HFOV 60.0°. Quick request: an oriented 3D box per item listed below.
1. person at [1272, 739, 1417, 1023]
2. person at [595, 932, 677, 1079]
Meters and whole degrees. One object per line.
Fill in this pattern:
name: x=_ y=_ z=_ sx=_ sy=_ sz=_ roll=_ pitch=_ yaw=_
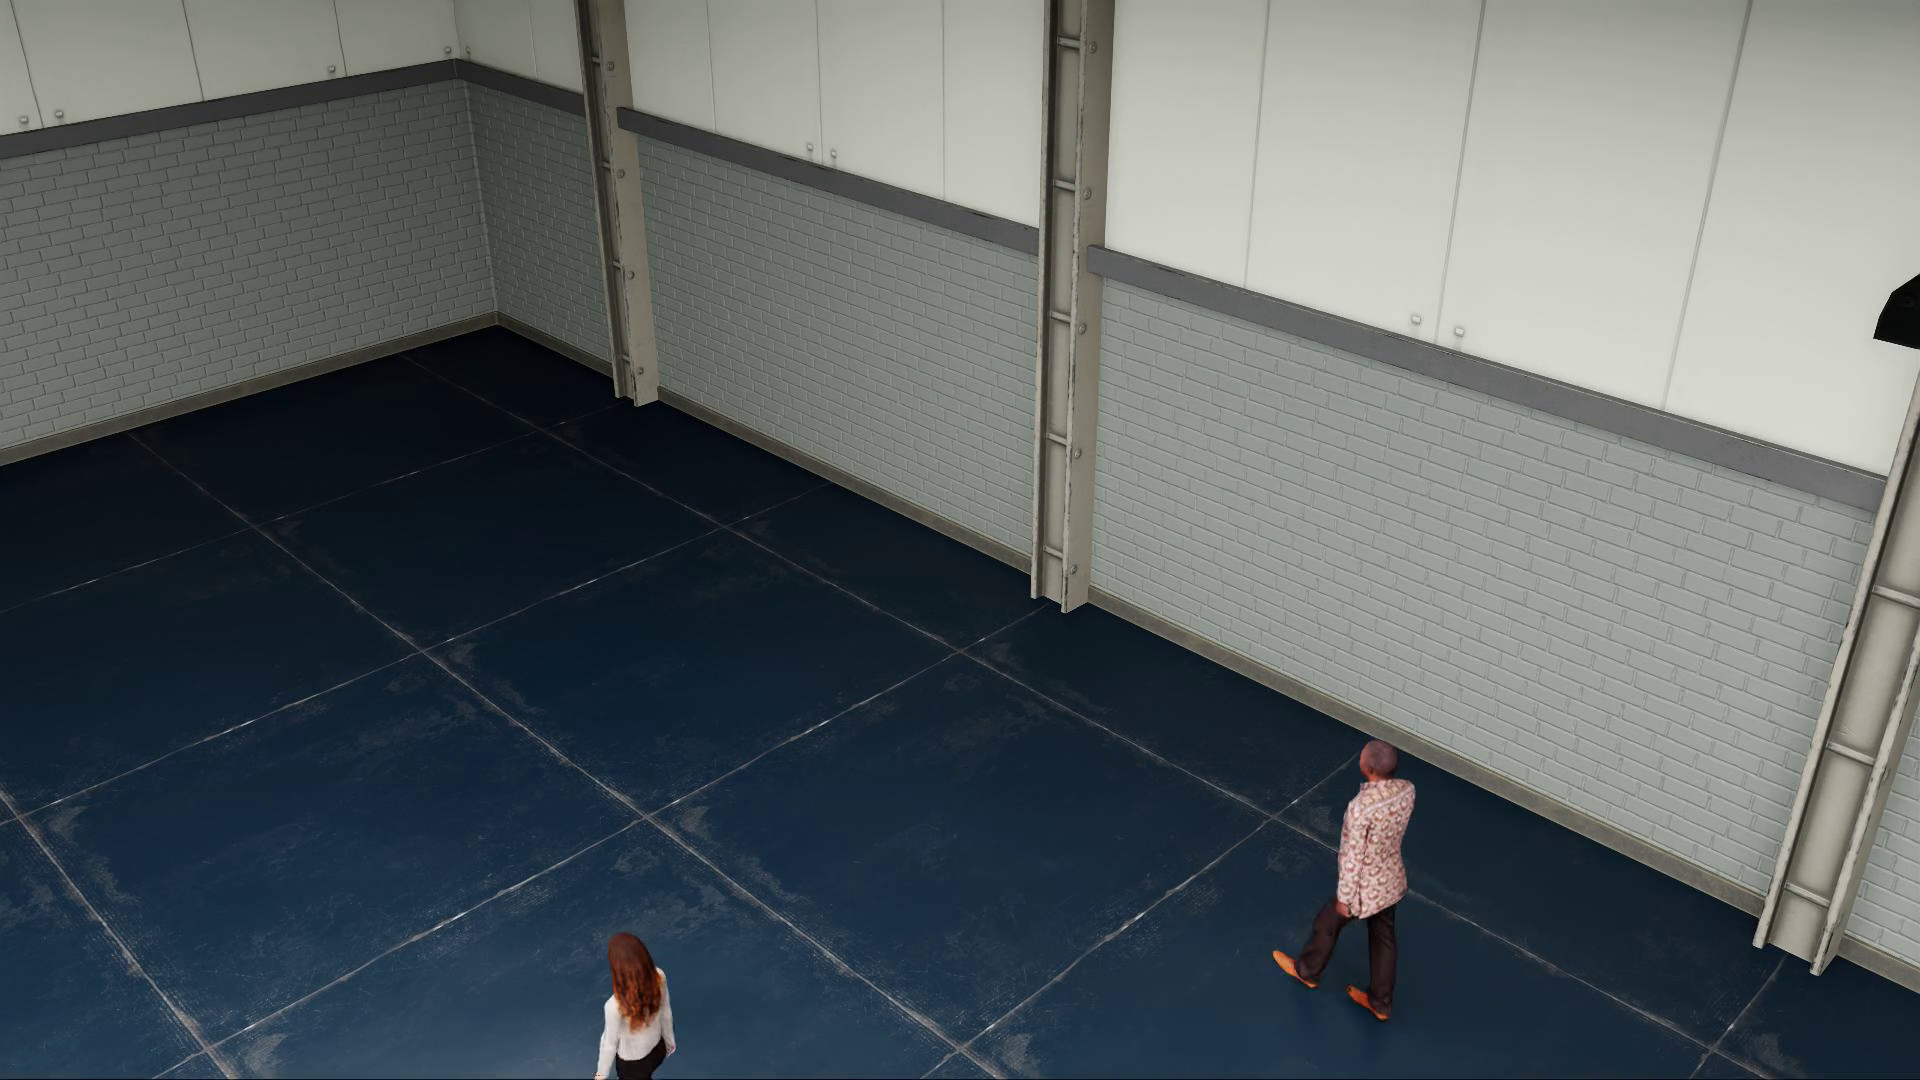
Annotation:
person: x=2.325 y=1.944 z=9.208 sx=0.836 sy=1.781 sz=1.021 roll=-19 pitch=33 yaw=-31
person: x=-1.542 y=2.599 z=8.306 sx=0.645 sy=1.474 sz=0.620 roll=15 pitch=31 yaw=26
